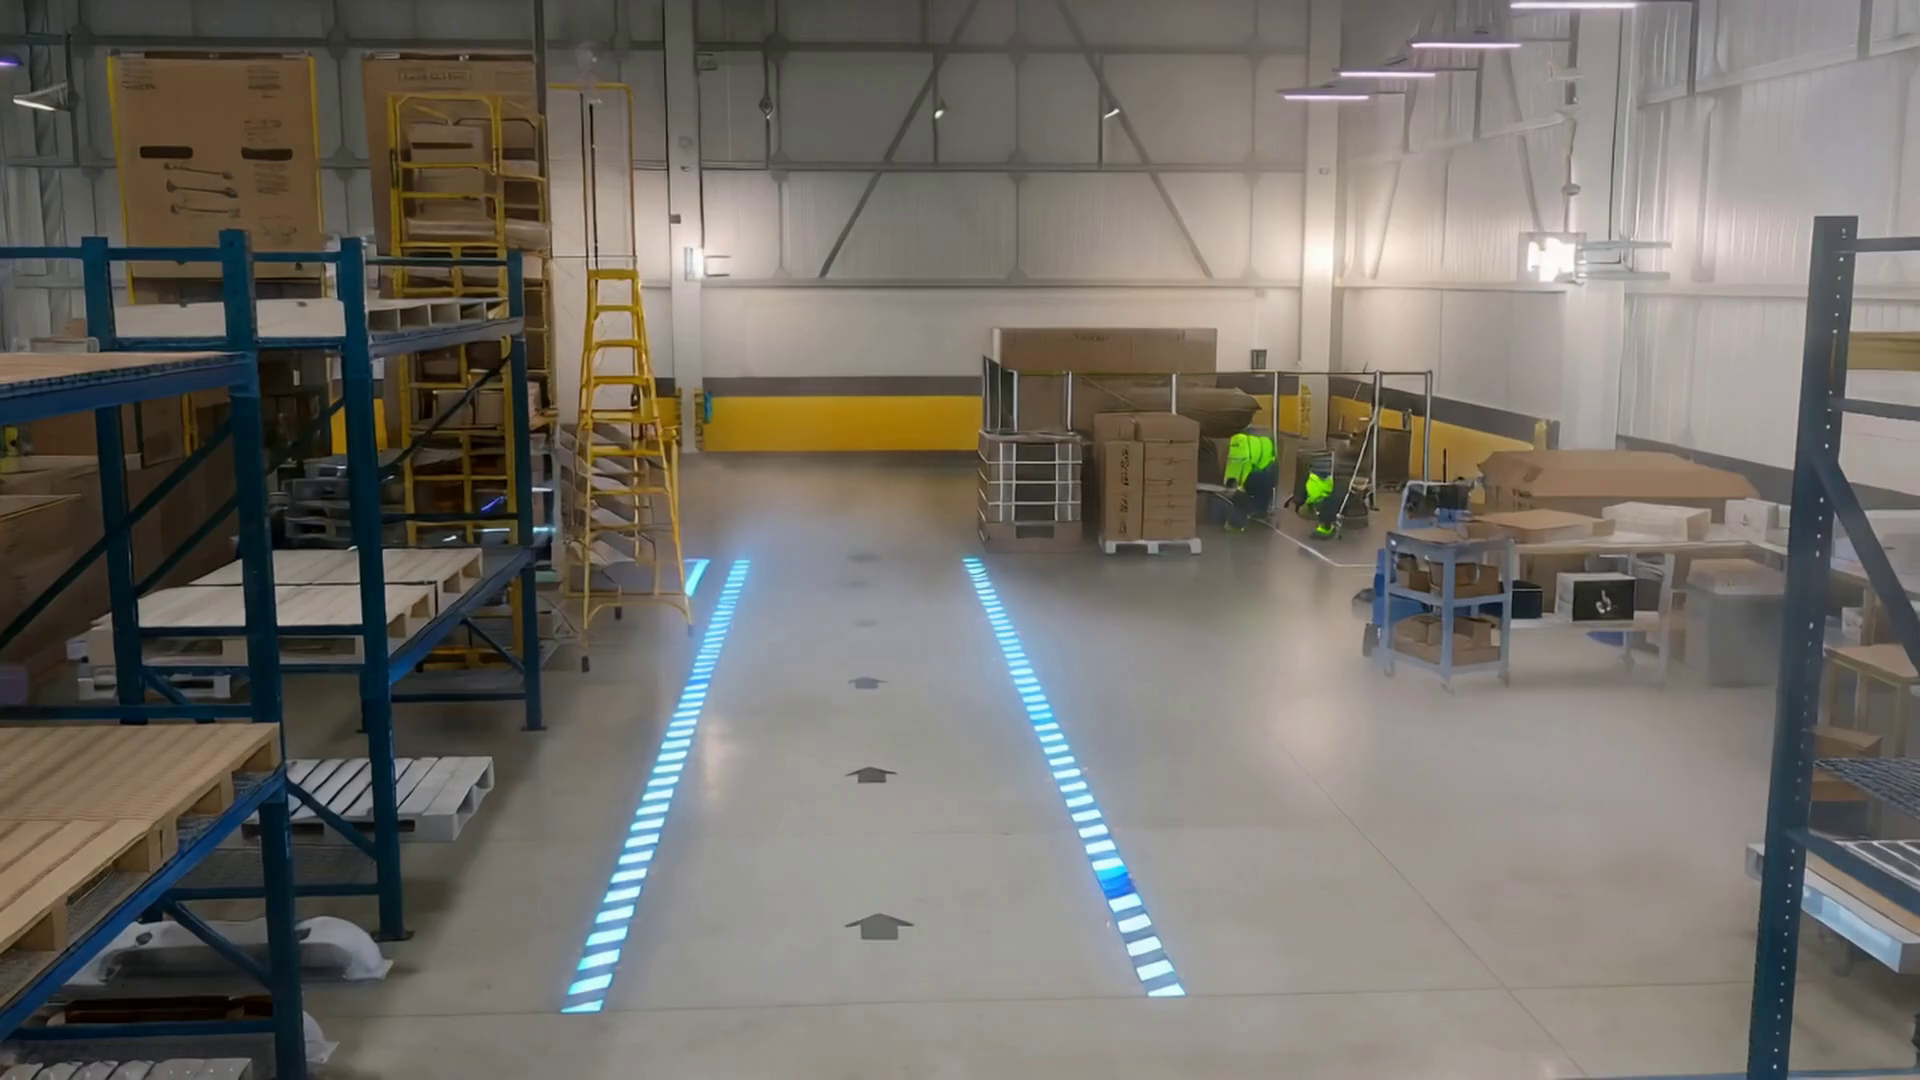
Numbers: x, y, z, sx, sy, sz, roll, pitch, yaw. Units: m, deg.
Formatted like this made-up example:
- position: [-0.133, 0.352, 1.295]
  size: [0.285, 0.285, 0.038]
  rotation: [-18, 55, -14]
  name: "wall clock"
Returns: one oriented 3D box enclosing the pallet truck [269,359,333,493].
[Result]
- position: [-7.062, -1.131, 18.996]
  size: [1.885, 1.965, 0.823]
  rotation: [2, 9, 13]
  name: "pallet truck"
